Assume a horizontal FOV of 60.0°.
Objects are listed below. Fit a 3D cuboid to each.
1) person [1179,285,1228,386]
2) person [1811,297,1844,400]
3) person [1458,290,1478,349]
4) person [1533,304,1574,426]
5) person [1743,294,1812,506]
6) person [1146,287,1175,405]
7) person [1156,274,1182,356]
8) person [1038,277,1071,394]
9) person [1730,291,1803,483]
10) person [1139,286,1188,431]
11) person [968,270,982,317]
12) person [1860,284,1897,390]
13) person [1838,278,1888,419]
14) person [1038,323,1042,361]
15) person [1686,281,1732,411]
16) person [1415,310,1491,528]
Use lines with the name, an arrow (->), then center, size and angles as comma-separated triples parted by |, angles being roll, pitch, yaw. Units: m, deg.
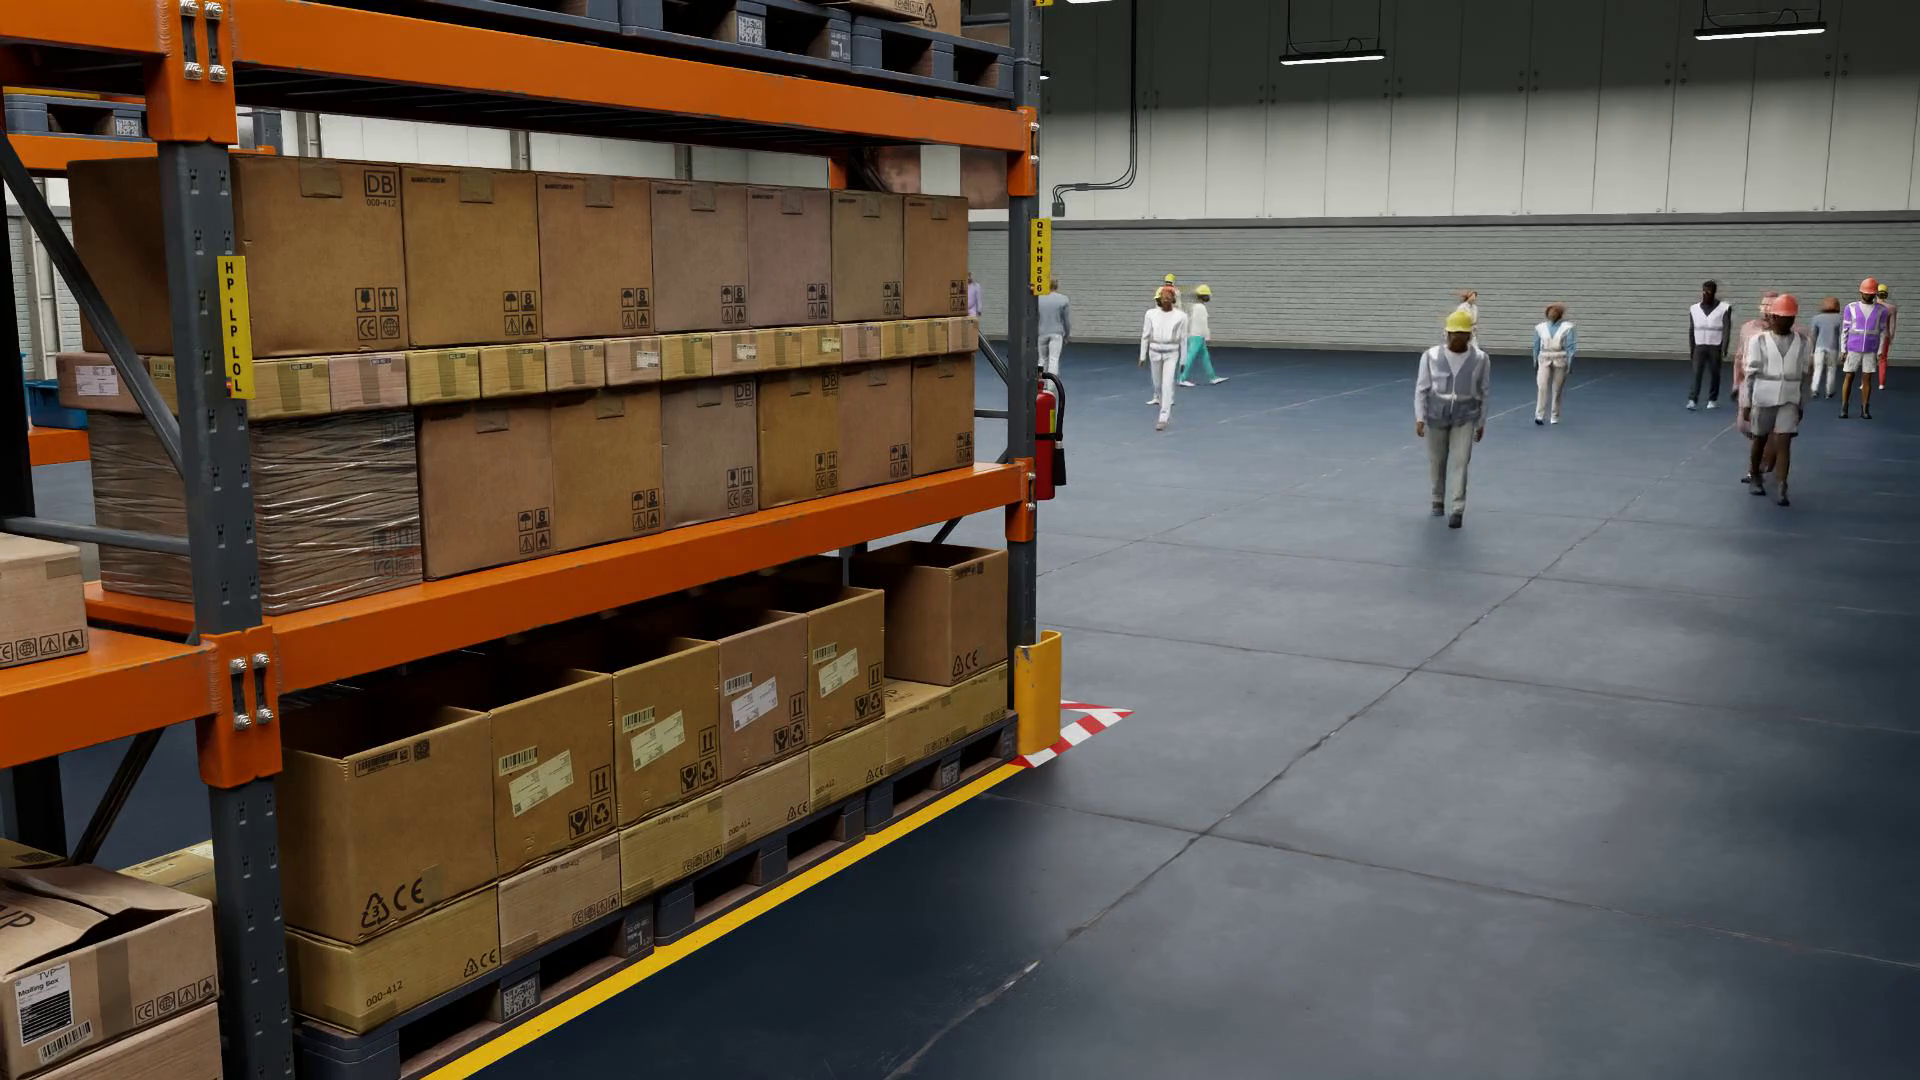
person -> 4.166, -3.476, 28.430 | 0.902, 1.720, 0.545 | 0, 10, 0
person -> 13.494, -2.977, 25.894 | 0.502, 1.596, 0.844 | 8, 12, 38
person -> 9.108, -3.672, 29.854 | 0.530, 1.630, 0.353 | -5, 11, -29
person -> 7.804, -2.303, 21.911 | 0.527, 1.590, 0.855 | 5, 11, 25
person -> 7.436, -1.293, 15.179 | 0.561, 1.892, 1.009 | 3, 10, 15
person -> 3.017, -2.885, 24.835 | 0.325, 1.767, 0.532 | -8, 13, -40
person -> 4.659, -4.996, 36.999 | 0.590, 1.833, 0.404 | 4, 10, 22
person -> 1.456, -3.260, 26.689 | 0.628, 1.892, 1.037 | 2, 10, 12
person -> 8.005, -1.521, 16.484 | 0.687, 1.889, 0.653 | -6, 11, -31
person -> 2.662, -2.369, 21.575 | 0.583, 1.855, 0.927 | 4, 10, 22
person -> 0.220, -5.644, 40.636 | 0.686, 1.877, 0.482 | 3, 10, 15
person -> 15.305, -3.380, 27.765 | 0.519, 1.757, 0.343 | 3, 10, 18
person -> 12.373, -2.618, 22.792 | 0.543, 1.931, 0.371 | 4, 10, 22
person -> 1.350, -3.754, 30.433 | 0.854, 1.608, 0.519 | 3, 10, 15
person -> 10.857, -2.811, 24.122 | 0.608, 1.863, 0.997 | 7, 12, 37
person -> 4.122, -1.030, 13.944 | 0.585, 1.786, 0.966 | 3, 10, 17
